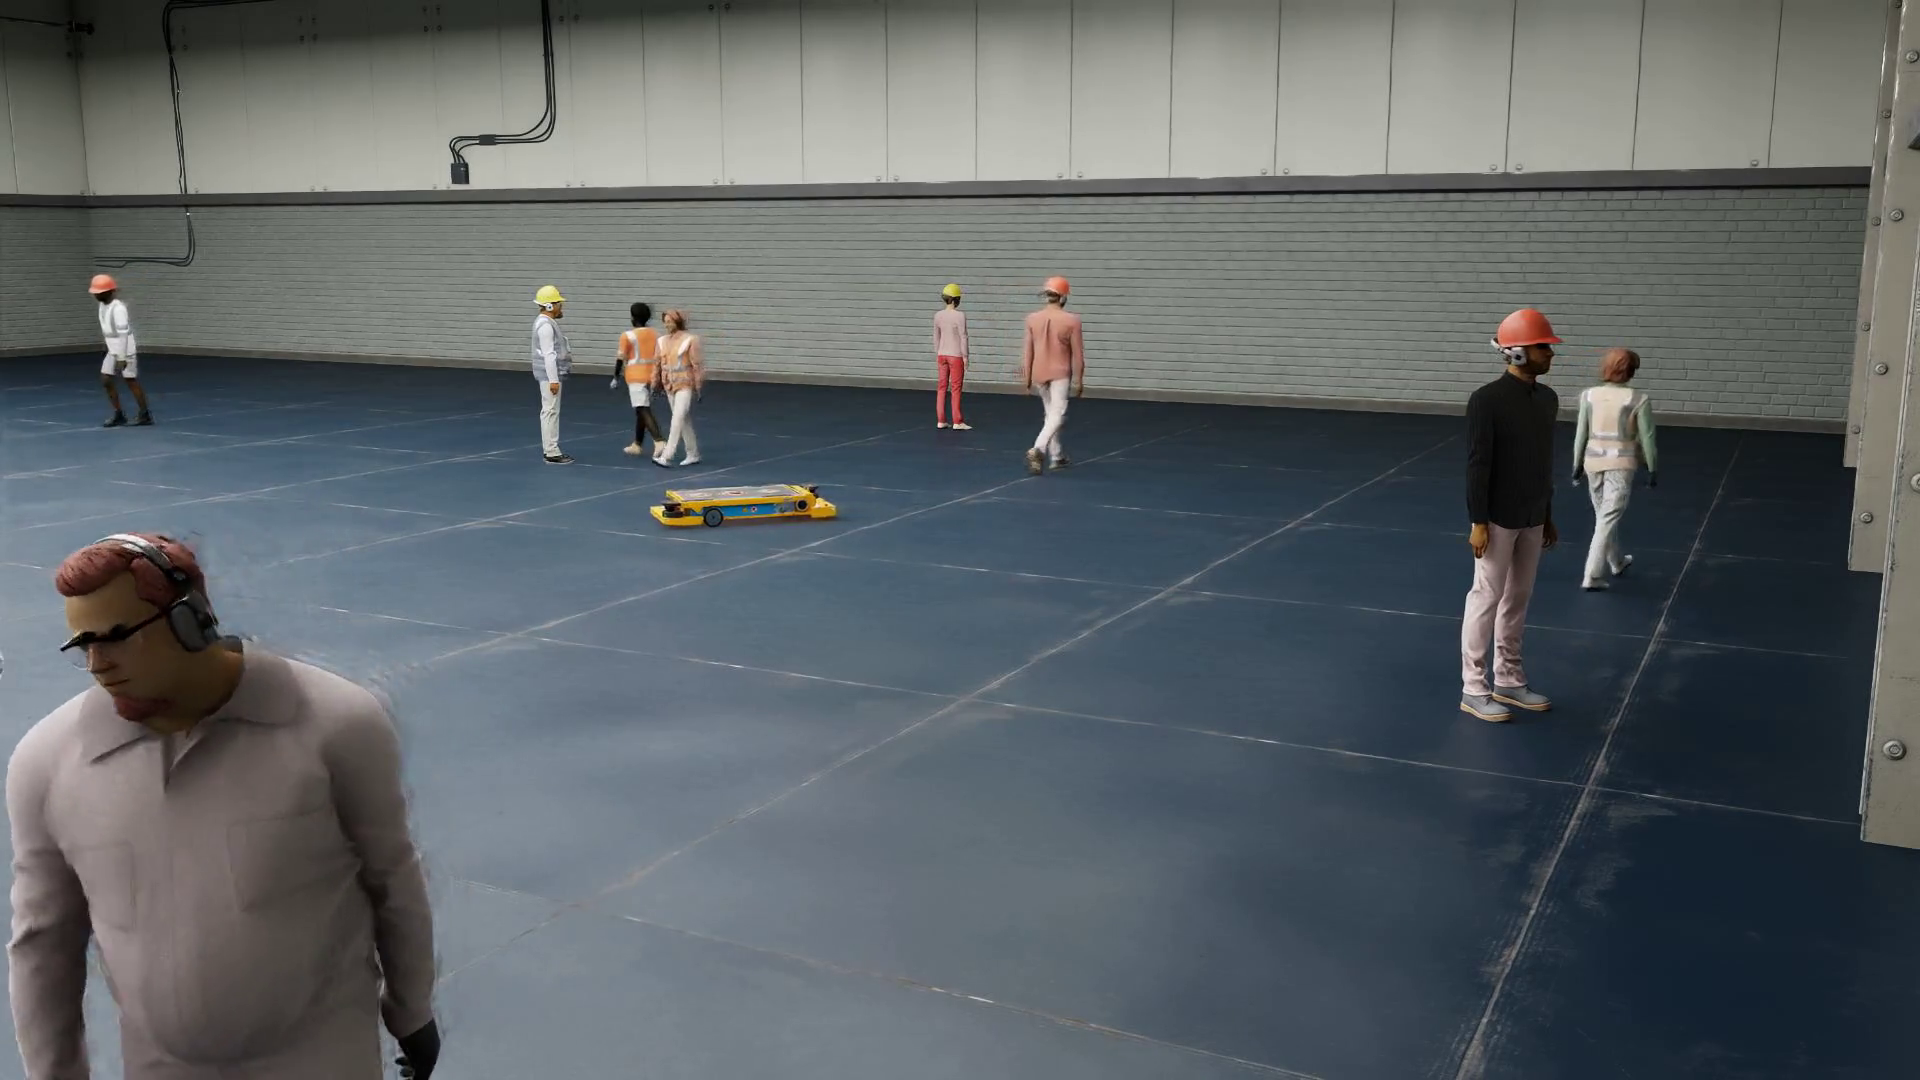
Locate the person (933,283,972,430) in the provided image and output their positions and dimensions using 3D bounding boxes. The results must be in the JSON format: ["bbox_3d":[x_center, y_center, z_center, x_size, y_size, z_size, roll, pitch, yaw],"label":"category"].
[{"bbox_3d":[-0.095,-2.211,20.143,0.523,1.772,0.309,9,14,41],"label":"person"}]

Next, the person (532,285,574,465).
[{"bbox_3d":[-4.197,-1.696,17.149,0.403,1.837,0.591,-3,11,-17],"label":"person"}]

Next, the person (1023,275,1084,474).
[{"bbox_3d":[0.904,-1.641,16.530,0.628,1.964,0.912,6,12,31],"label":"person"}]

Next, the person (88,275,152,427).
[{"bbox_3d":[-10.284,-2.300,20.342,0.579,1.872,0.684,8,13,36],"label":"person"}]

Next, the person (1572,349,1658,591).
[{"bbox_3d":[4.424,-0.476,11.166,0.833,1.592,0.530,-7,13,-35],"label":"person"}]

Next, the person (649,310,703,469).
[{"bbox_3d":[-2.907,-1.508,16.751,0.548,1.592,0.840,7,12,33],"label":"person"}]

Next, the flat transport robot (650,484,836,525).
[{"bbox_3d":[-1.808,-0.302,13.821,1.431,0.197,0.652,-4,11,-21],"label":"flat transport robot"}]

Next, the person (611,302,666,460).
[{"bbox_3d":[-3.321,-1.679,17.552,0.868,1.657,0.525,8,13,38],"label":"person"}]

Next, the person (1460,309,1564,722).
[{"bbox_3d":[2.702,-0.123,8.135,0.616,1.997,0.373,-7,13,-35],"label":"person"}]

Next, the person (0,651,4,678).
[{"bbox_3d":[-4.216,0.193,6.782,0.583,1.871,0.472,1,10,8],"label":"person"}]

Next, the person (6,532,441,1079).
[{"bbox_3d":[-1.292,0.894,2.954,0.666,1.871,0.463,-1,10,-6],"label":"person"}]
